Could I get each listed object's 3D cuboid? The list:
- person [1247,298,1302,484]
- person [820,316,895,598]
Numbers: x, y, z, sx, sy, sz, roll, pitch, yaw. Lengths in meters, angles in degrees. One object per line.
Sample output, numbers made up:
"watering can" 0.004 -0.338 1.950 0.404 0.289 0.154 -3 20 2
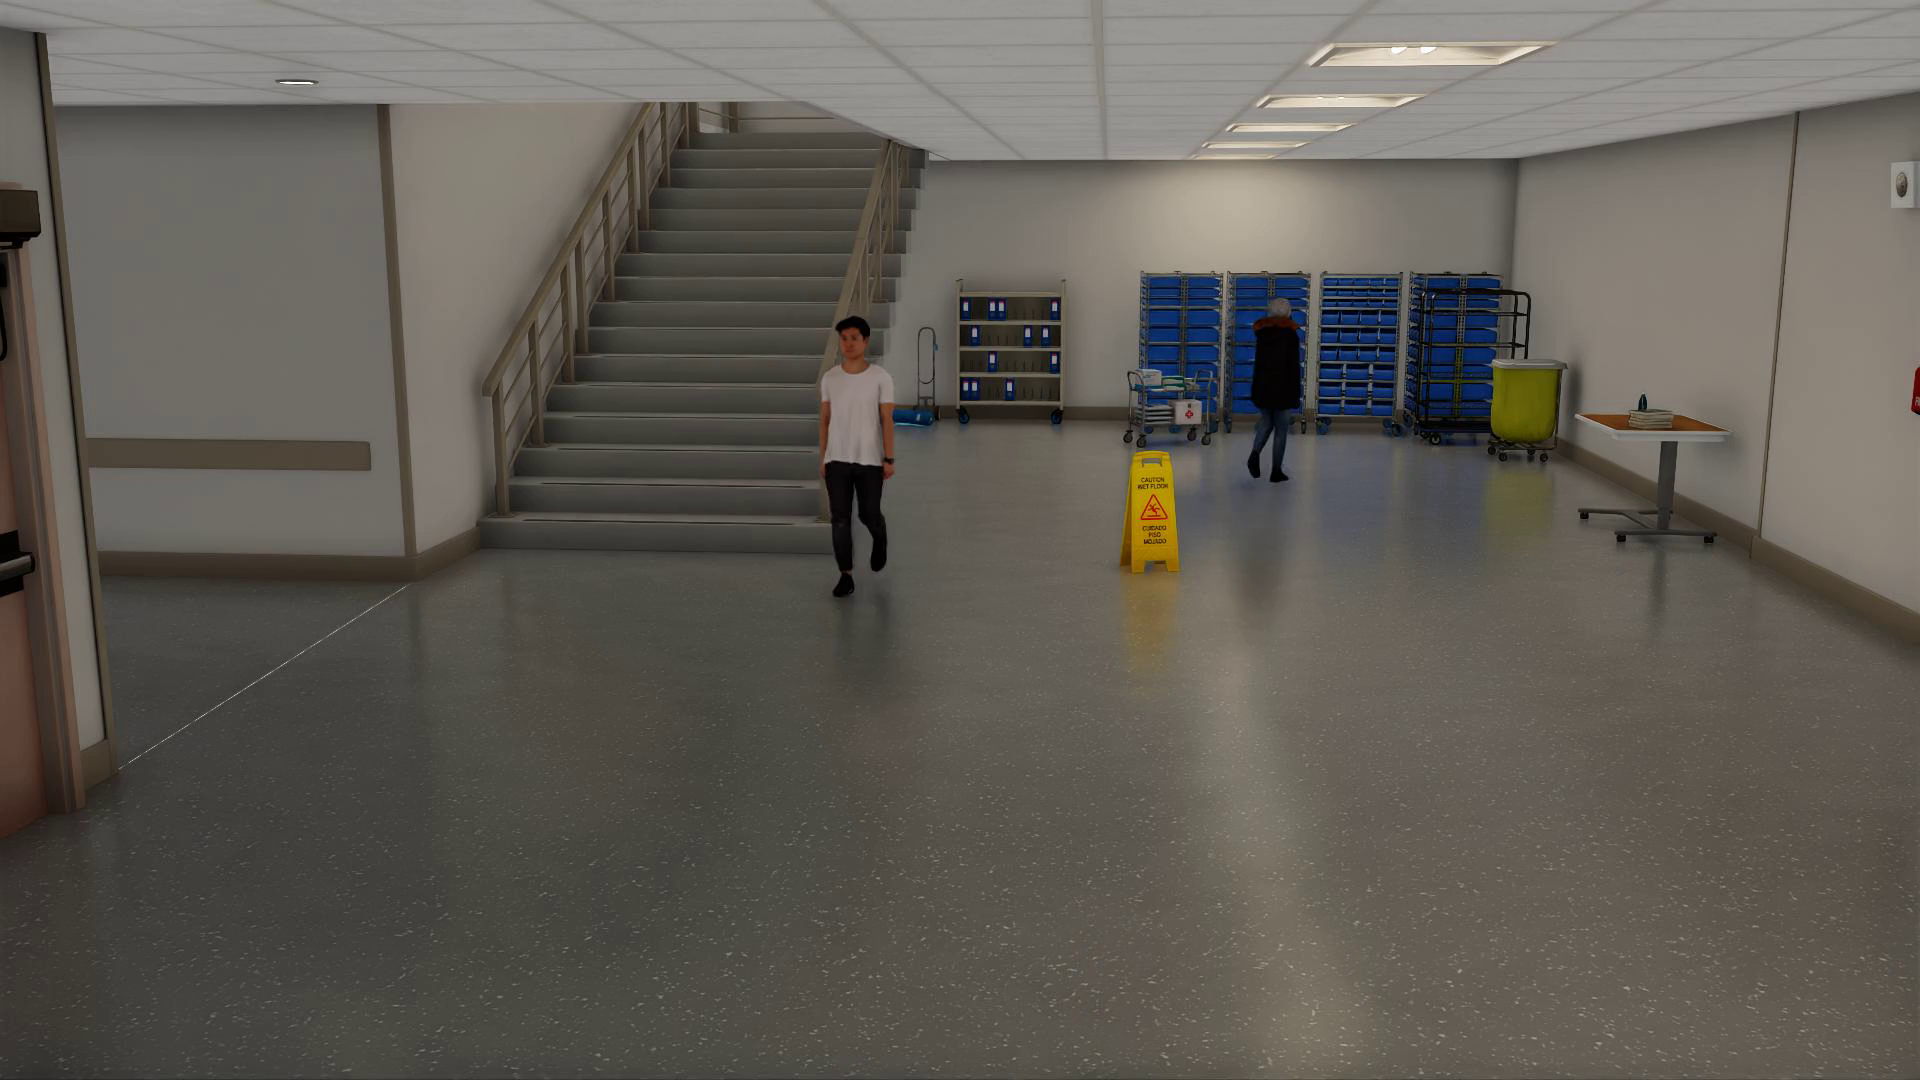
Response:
"person" 2.727 -1.298 14.586 0.855 1.628 0.930 10 14 41
"person" -0.623 -0.524 10.298 0.714 1.705 0.973 3 11 14
